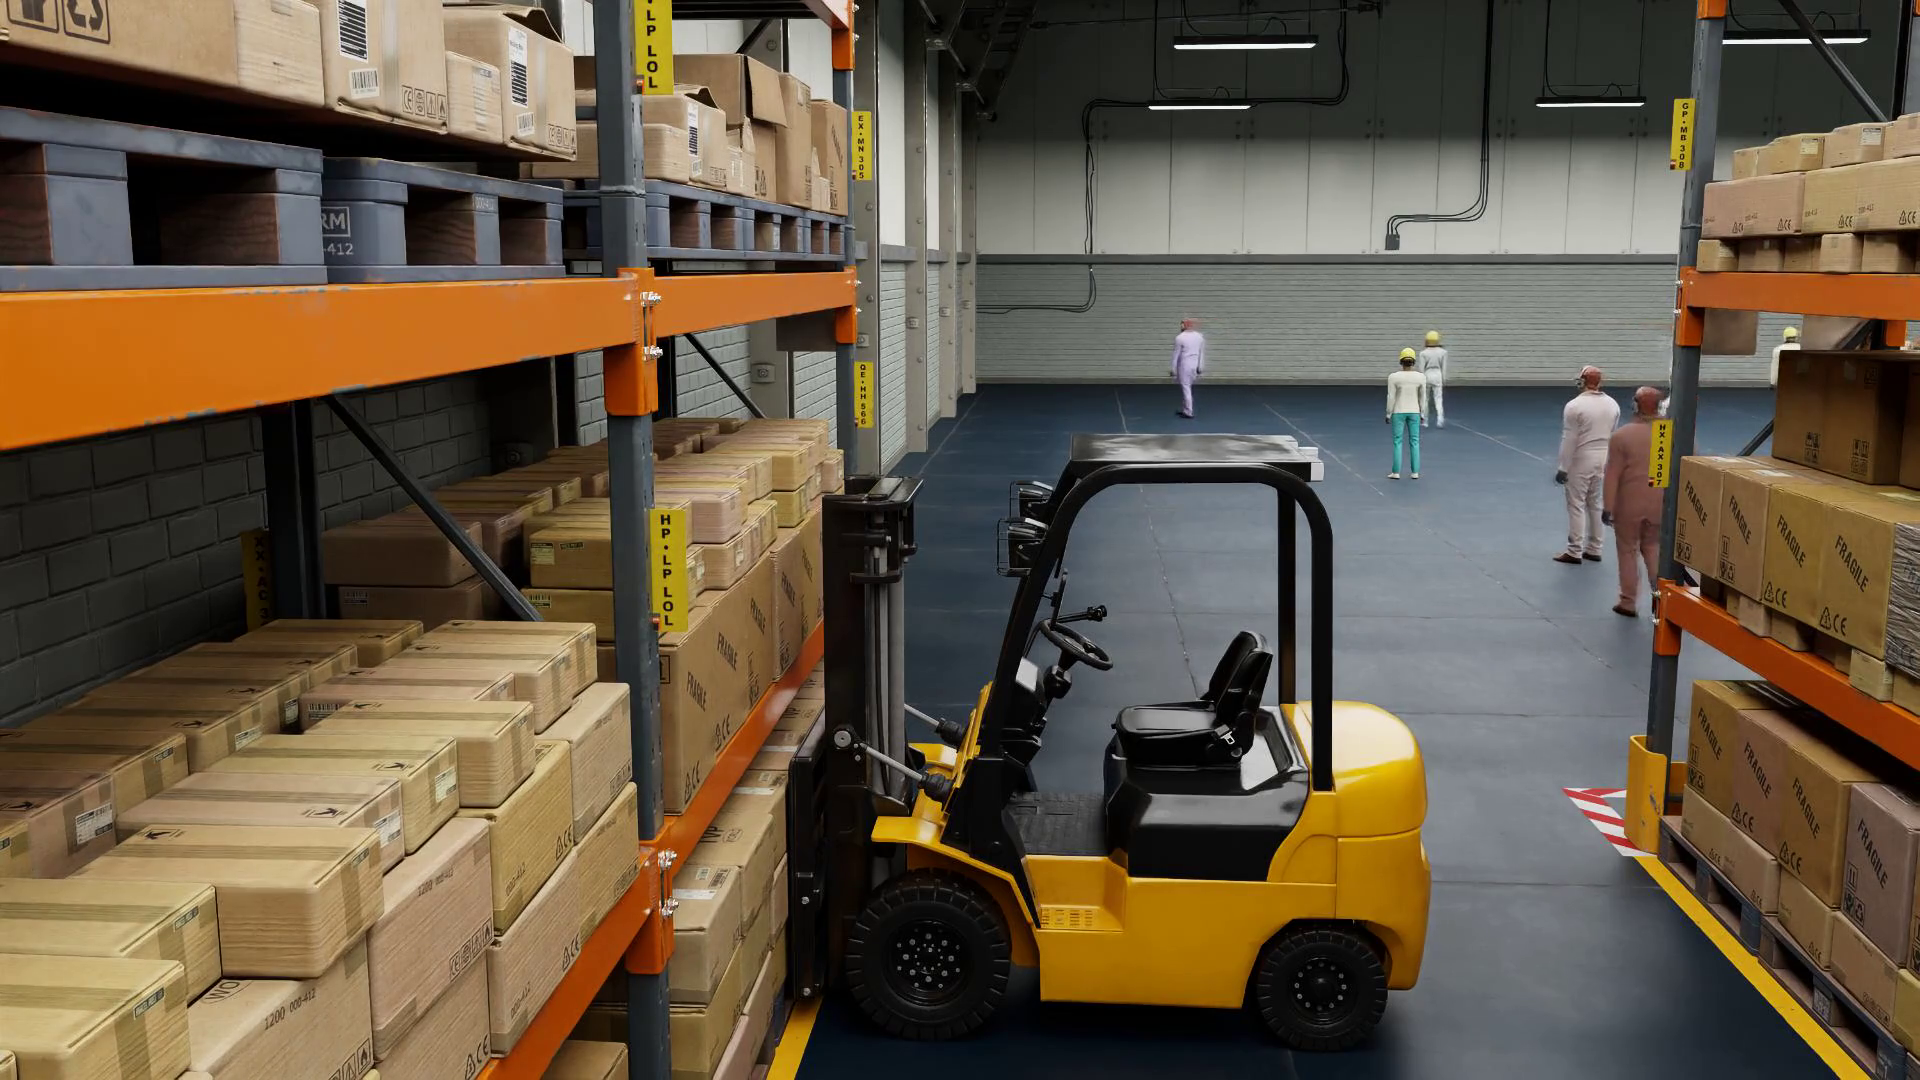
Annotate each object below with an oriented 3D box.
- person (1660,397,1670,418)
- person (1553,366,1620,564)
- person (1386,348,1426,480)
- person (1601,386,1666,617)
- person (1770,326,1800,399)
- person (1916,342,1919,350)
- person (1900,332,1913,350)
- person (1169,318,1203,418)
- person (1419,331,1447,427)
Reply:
[{"bbox_3d":[13.252,-3.099,30.561,0.592,1.856,0.623,7,12,36],"label":"person"},{"bbox_3d":[6.012,-0.723,16.034,0.650,1.905,0.403,-4,10,-25],"label":"person"},{"bbox_3d":[5.974,-1.690,22.314,0.533,1.767,0.324,0,9,-1],"label":"person"},{"bbox_3d":[5.528,-0.296,13.469,0.667,1.891,0.485,-1,9,-4],"label":"person"},{"bbox_3d":[14.255,-2.755,28.595,0.621,1.817,0.544,2,10,11],"label":"person"},{"bbox_3d":[17.082,-2.780,29.416,0.829,1.586,0.525,4,10,21],"label":"person"},{"bbox_3d":[18.724,-3.417,33.194,0.508,1.629,0.317,0,9,2],"label":"person"},{"bbox_3d":[4.174,-3.244,31.359,0.673,1.881,0.785,-7,12,-36],"label":"person"},{"bbox_3d":[8.365,-2.842,29.427,0.489,1.718,0.706,1,9,4],"label":"person"}]
